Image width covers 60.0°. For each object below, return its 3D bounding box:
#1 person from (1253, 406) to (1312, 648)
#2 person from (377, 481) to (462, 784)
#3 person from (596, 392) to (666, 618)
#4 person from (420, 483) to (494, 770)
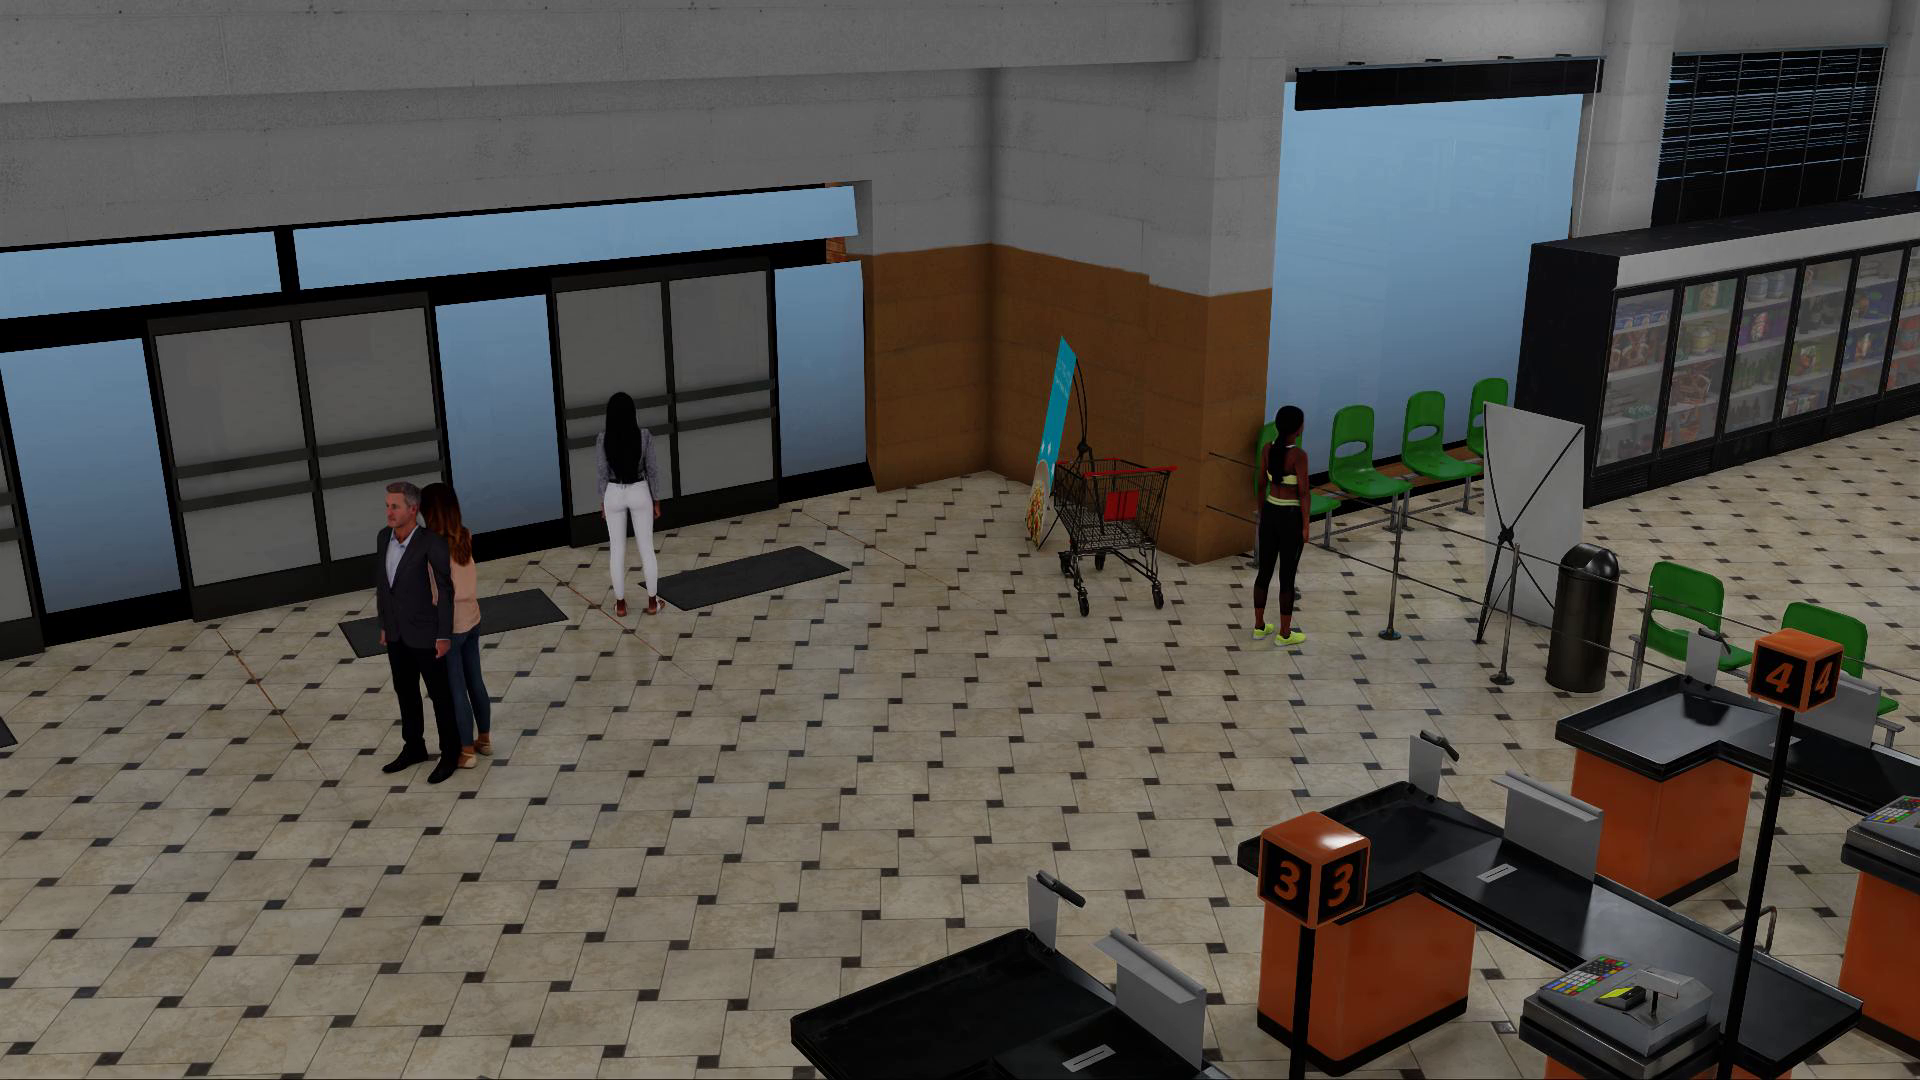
[{"bbox_3d":[2.298,-0.107,11.914,0.499,1.754,0.664,17,25,41],"label":"person"},{"bbox_3d":[-3.245,0.523,9.908,0.737,1.842,0.861,8,20,23],"label":"person"},{"bbox_3d":[-2.484,-0.274,12.456,0.673,1.724,0.667,-2,19,-6],"label":"person"},{"bbox_3d":[-3.037,0.514,10.013,0.699,1.792,0.673,7,20,19],"label":"person"}]
